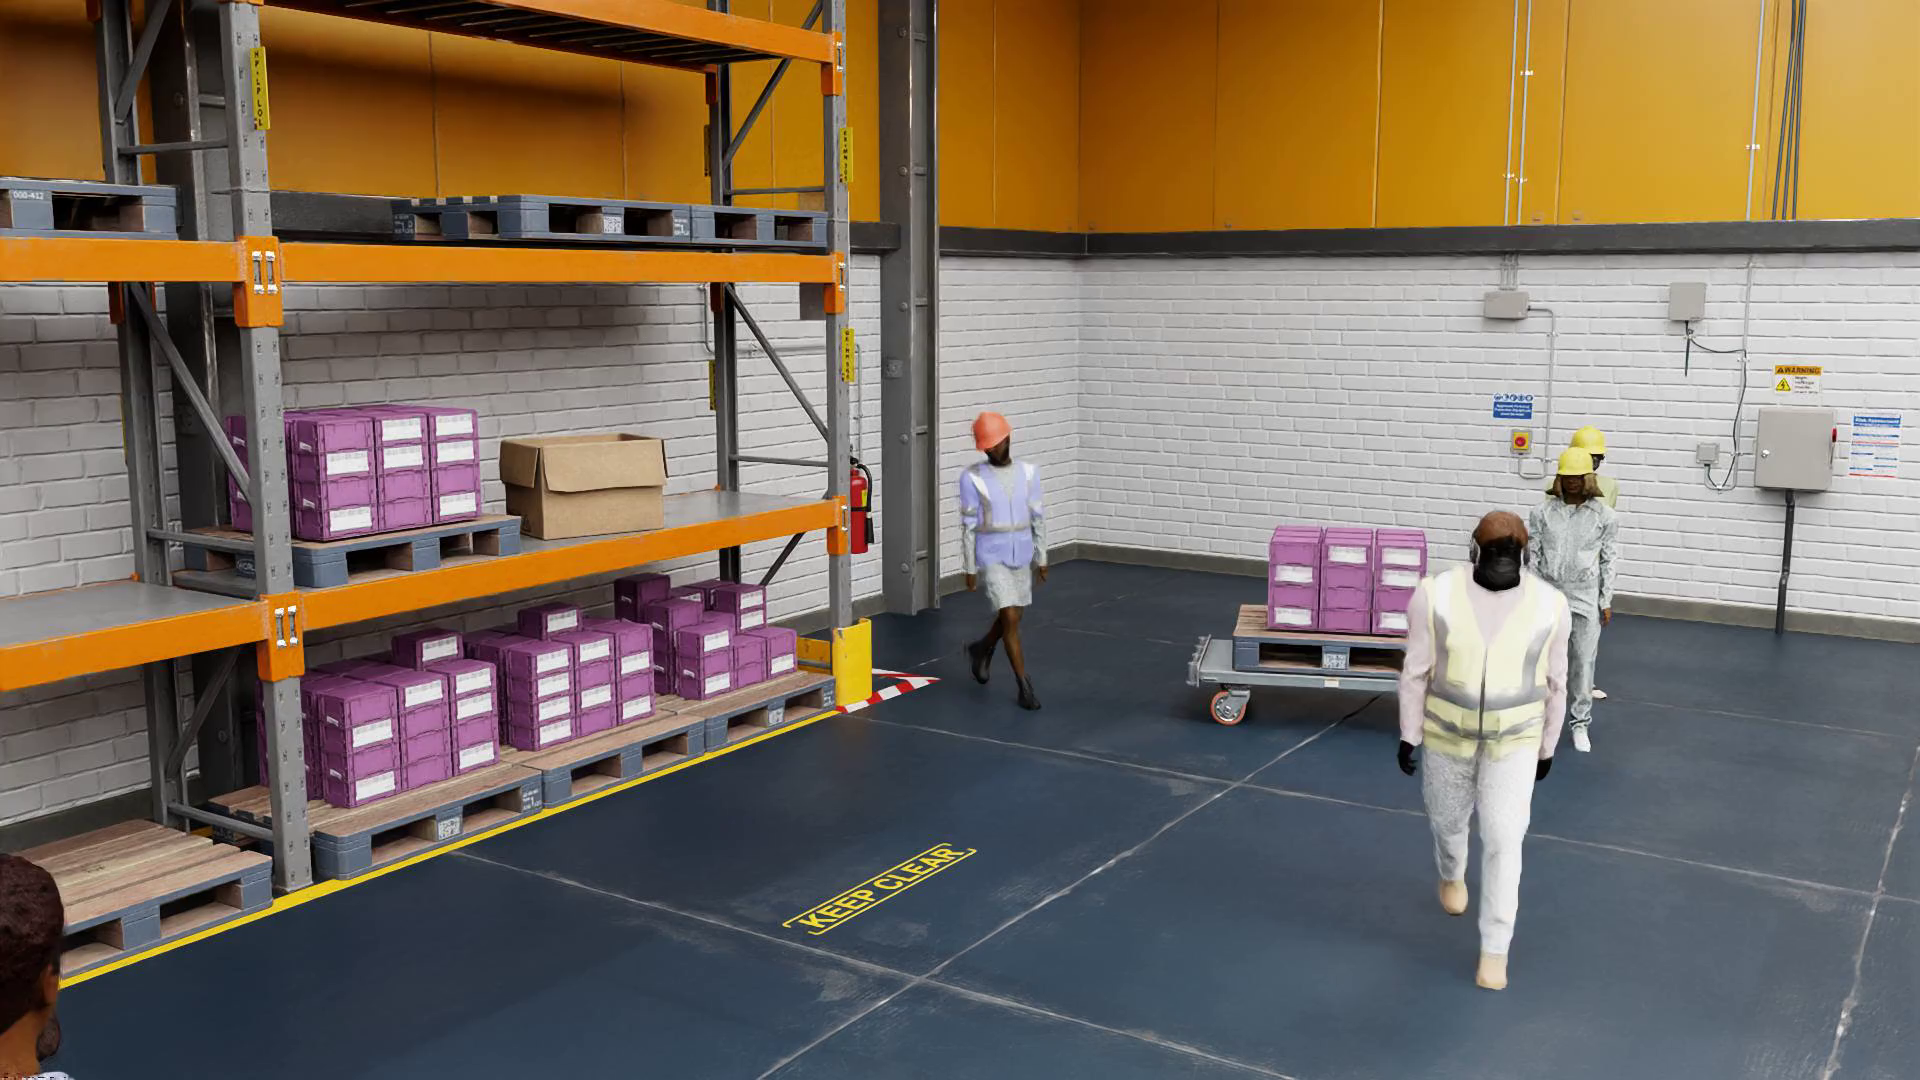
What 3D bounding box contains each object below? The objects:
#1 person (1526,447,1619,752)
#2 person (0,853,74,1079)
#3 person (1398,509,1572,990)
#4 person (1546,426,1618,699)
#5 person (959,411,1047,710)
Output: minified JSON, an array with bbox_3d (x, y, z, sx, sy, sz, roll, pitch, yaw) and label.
[{"bbox_3d":[3.469,0.338,9.482,0.488,1.744,0.313,4,10,24],"label":"person"},{"bbox_3d":[-1.265,1.364,2.283,0.618,1.913,0.426,-1,9,-4],"label":"person"},{"bbox_3d":[2.067,0.753,6.590,0.626,1.810,0.874,3,9,20],"label":"person"},{"bbox_3d":[3.963,0.154,10.607,0.534,1.767,0.314,-3,9,-16],"label":"person"},{"bbox_3d":[0.251,0.094,10.636,0.581,1.878,0.884,-4,9,-23],"label":"person"}]
